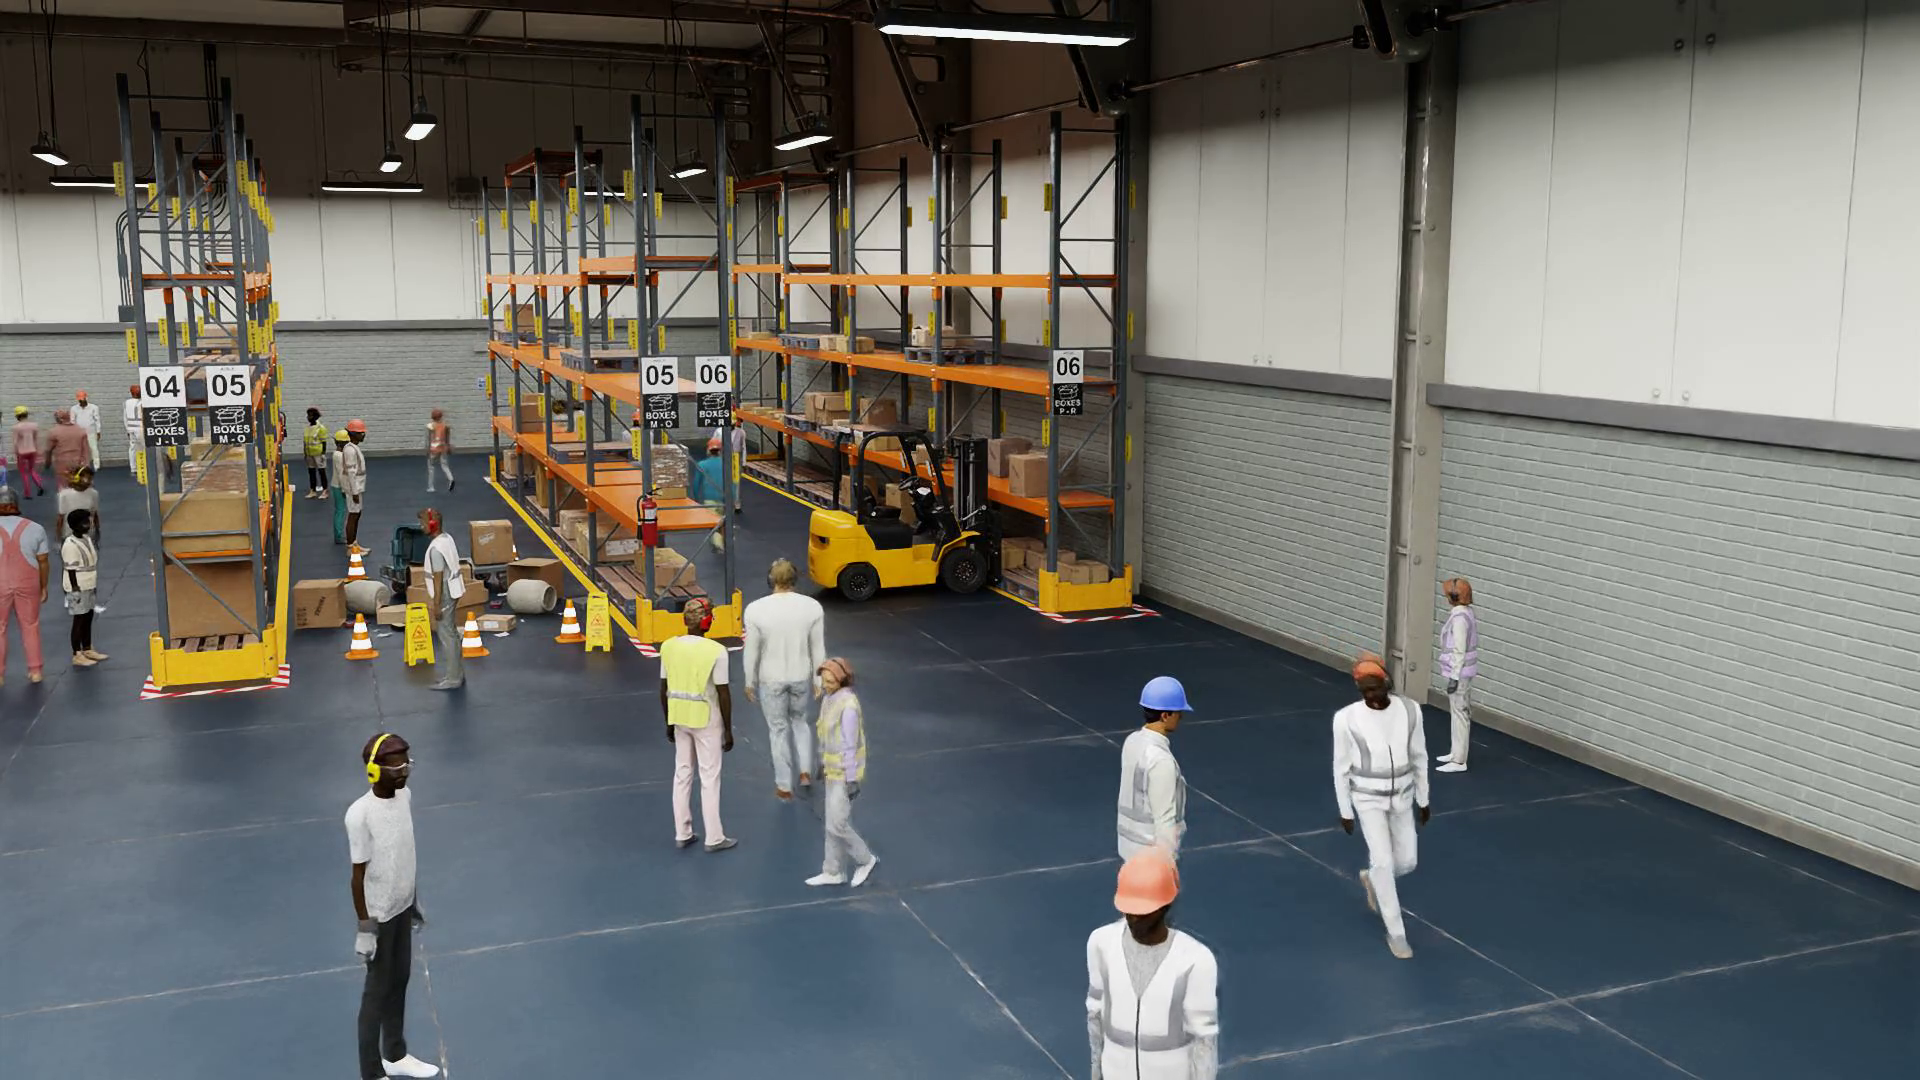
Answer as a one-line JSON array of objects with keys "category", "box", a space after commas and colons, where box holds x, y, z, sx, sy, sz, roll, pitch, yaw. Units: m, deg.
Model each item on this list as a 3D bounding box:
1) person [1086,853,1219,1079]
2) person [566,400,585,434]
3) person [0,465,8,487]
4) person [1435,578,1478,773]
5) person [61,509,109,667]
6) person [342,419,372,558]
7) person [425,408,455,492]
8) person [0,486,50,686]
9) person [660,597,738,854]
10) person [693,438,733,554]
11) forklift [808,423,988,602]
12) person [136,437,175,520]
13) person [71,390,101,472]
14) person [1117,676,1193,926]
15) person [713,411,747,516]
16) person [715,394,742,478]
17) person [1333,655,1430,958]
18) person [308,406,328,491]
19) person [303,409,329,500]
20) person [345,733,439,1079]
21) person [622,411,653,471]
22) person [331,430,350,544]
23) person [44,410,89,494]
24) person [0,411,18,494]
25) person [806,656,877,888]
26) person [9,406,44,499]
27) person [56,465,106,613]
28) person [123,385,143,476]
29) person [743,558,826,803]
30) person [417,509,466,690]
[{"category": "person", "box": [0.746, 2.150, 6.606, 0.565, 1.883, 0.983, 4, 10, 23]}, {"category": "person", "box": [-7.880, -2.098, 34.127, 0.280, 1.634, 0.498, 7, 11, 36]}, {"category": "person", "box": [-12.749, -0.323, 21.710, 0.406, 2.032, 0.609, 8, 12, 41]}, {"category": "person", "box": [4.145, 1.121, 13.858, 0.312, 1.638, 0.512, 3, 10, 20]}, {"category": "person", "box": [-9.305, 0.501, 17.609, 0.320, 1.687, 0.539, -1, 9, -8]}, {"category": "person", "box": [-8.869, -0.762, 24.486, 0.413, 2.036, 0.606, -2, 9, -12]}, {"category": "person", "box": [-9.915, -1.703, 31.708, 0.665, 1.615, 0.545, 9, 13, 44]}, {"category": "person", "box": [-9.603, 0.447, 16.835, 0.685, 2.000, 0.535, -7, 11, -37]}, {"category": "person", "box": [-1.889, 1.327, 11.904, 0.565, 1.845, 0.384, 4, 10, 26]}, {"category": "person", "box": [-3.681, -0.666, 24.880, 0.573, 1.712, 0.884, -4, 10, -24]}, {"category": "forklift", "box": [-0.830, -0.399, 21.676, 2.313, 2.155, 1.214, -4, 10, -21]}, {"category": "person", "box": [-13.089, -1.065, 27.078, 0.566, 1.819, 0.780, -2, 9, -15]}, {"category": "person", "box": [-18.385, -2.285, 34.975, 0.573, 1.741, 0.355, -2, 9, -11]}, {"category": "person", "box": [1.076, 1.709, 9.218, 0.417, 1.939, 0.609, -1, 9, -8]}, {"category": "person", "box": [-3.957, -1.325, 28.671, 0.586, 1.823, 0.403, -4, 10, -22]}, {"category": "person", "box": [-4.774, -2.120, 33.673, 0.594, 1.832, 0.641, -1, 9, -8]}, {"category": "person", "box": [2.561, 1.588, 10.228, 0.631, 1.853, 0.649, -2, 9, -12]}, {"category": "person", "box": [-12.371, -1.758, 32.011, 0.288, 1.627, 0.501, -3, 10, -21]}, {"category": "person", "box": [-11.902, -1.580, 30.723, 0.567, 1.698, 0.421, 4, 10, 22]}, {"category": "person", "box": [-2.871, 1.878, 8.378, 0.309, 1.864, 0.534, 2, 9, 11]}, {"category": "person", "box": [-5.733, -1.421, 29.540, 0.585, 1.733, 0.403, -4, 10, -22]}, {"category": "person", "box": [-9.530, -0.817, 25.691, 0.351, 1.759, 0.523, -4, 10, -23]}, {"category": "person", "box": [-15.190, -1.280, 28.285, 0.709, 1.862, 0.643, 5, 11, 31]}, {"category": "person", "box": [-18.180, -1.634, 31.307, 0.589, 1.611, 0.506, -6, 11, -34]}, {"category": "person", "box": [-0.787, 1.563, 11.084, 0.360, 1.629, 0.577, -3, 10, -19]}, {"category": "person", "box": [-17.294, -1.615, 30.763, 0.362, 1.745, 0.524, 4, 10, 21]}, {"category": "person", "box": [-10.892, -0.016, 20.529, 0.985, 1.812, 0.588, 8, 12, 41]}, {"category": "person", "box": [-16.959, -2.248, 34.288, 0.583, 1.882, 0.337, 4, 10, 24]}, {"category": "person", "box": [-1.389, 1.101, 13.085, 0.627, 1.923, 0.453, -4, 10, -22]}, {"category": "person", "box": [-5.163, 0.589, 16.623, 0.417, 1.828, 0.561, -1, 9, -8]}]
